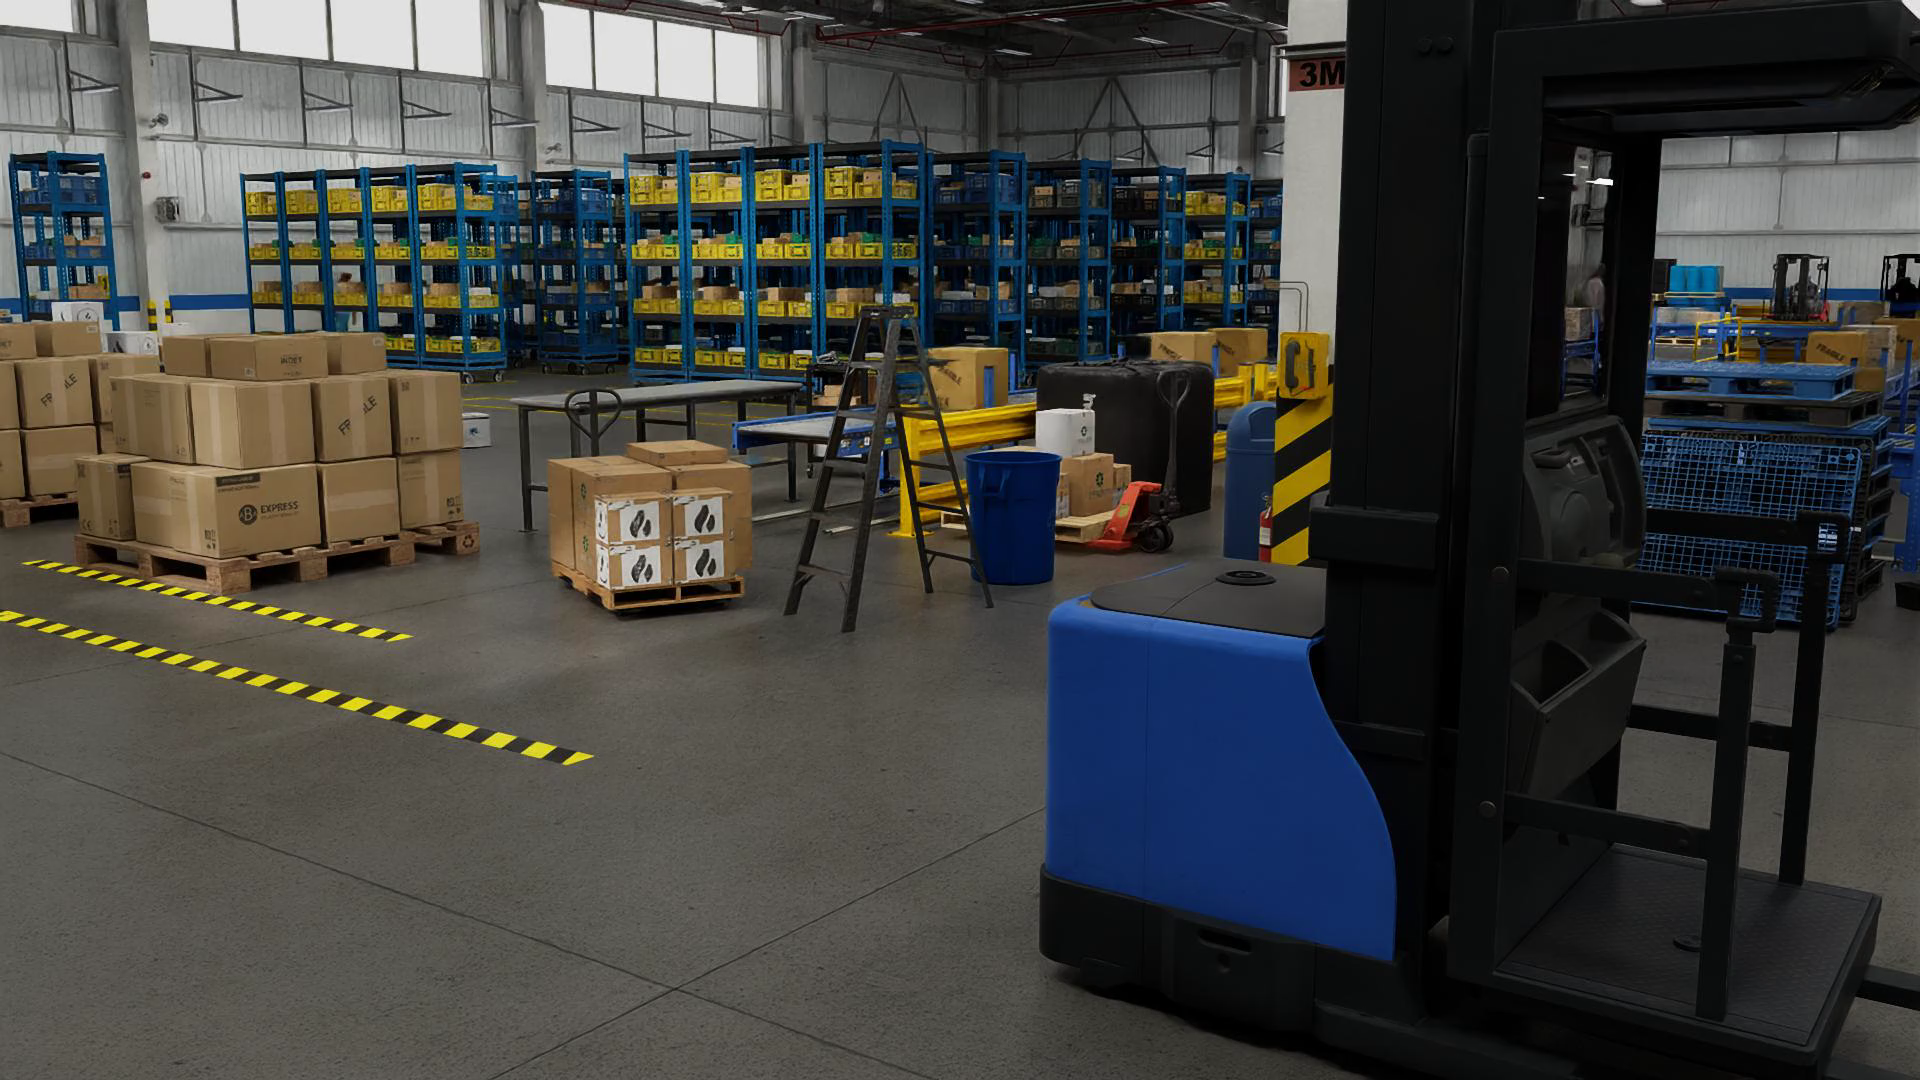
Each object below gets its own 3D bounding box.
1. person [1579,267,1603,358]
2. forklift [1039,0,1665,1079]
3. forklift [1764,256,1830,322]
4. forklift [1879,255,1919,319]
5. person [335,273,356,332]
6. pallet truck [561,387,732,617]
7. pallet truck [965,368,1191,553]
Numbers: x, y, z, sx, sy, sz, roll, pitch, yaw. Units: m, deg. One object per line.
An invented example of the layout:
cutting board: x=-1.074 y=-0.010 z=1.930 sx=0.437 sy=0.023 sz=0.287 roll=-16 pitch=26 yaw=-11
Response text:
person: x=13.279 y=-4.743 z=34.725 sx=0.482 sy=1.891 sz=0.663 roll=0 pitch=10 yaw=-3
forklift: x=1.249 y=-0.137 z=4.360 sx=1.873 sy=2.768 sz=1.129 roll=7 pitch=12 yaw=35
forklift: x=20.253 y=-5.854 z=40.139 sx=1.157 sy=1.987 sz=2.680 roll=7 pitch=12 yaw=35
forklift: x=22.089 y=-5.634 z=38.796 sx=1.157 sy=1.987 sz=2.680 roll=6 pitch=11 yaw=33
person: x=-12.941 y=-4.690 z=34.762 sx=0.629 sy=1.786 sz=0.974 roll=4 pitch=10 yaw=24
pallet truck: x=-1.981 y=-0.274 z=10.088 sx=0.680 sy=1.201 sz=1.601 roll=-5 pitch=11 yaw=-28
pallet truck: x=0.845 y=-0.609 z=11.869 sx=1.630 sy=1.274 sz=0.653 roll=7 pitch=12 yaw=35
